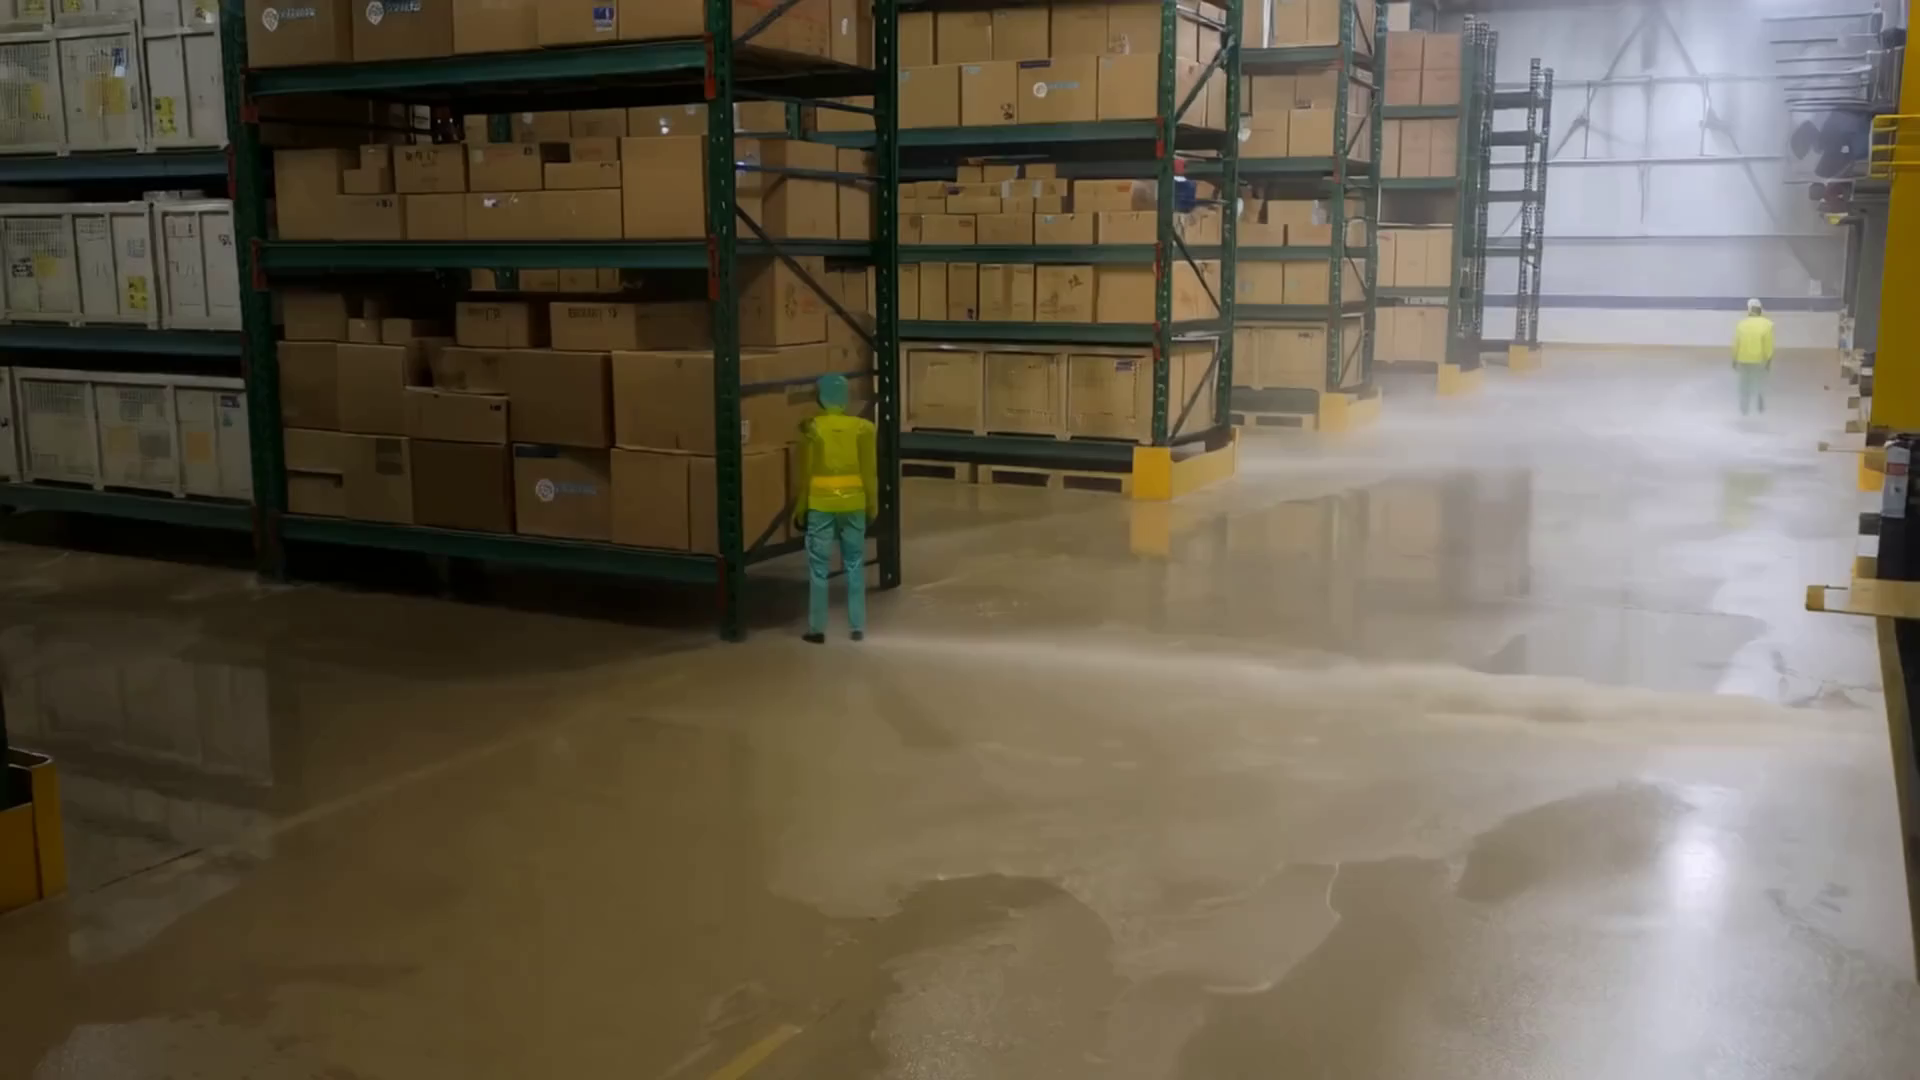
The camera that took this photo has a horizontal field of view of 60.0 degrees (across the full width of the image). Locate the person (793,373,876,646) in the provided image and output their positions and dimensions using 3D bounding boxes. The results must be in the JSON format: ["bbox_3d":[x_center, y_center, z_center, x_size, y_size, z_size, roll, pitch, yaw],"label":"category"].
[{"bbox_3d":[-0.738,-0.179,9.899,0.520,1.630,0.321,-4,11,-23],"label":"person"}]

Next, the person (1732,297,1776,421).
[{"bbox_3d":[11.057,-2.519,23.198,0.581,1.709,0.558,7,12,37],"label":"person"}]
